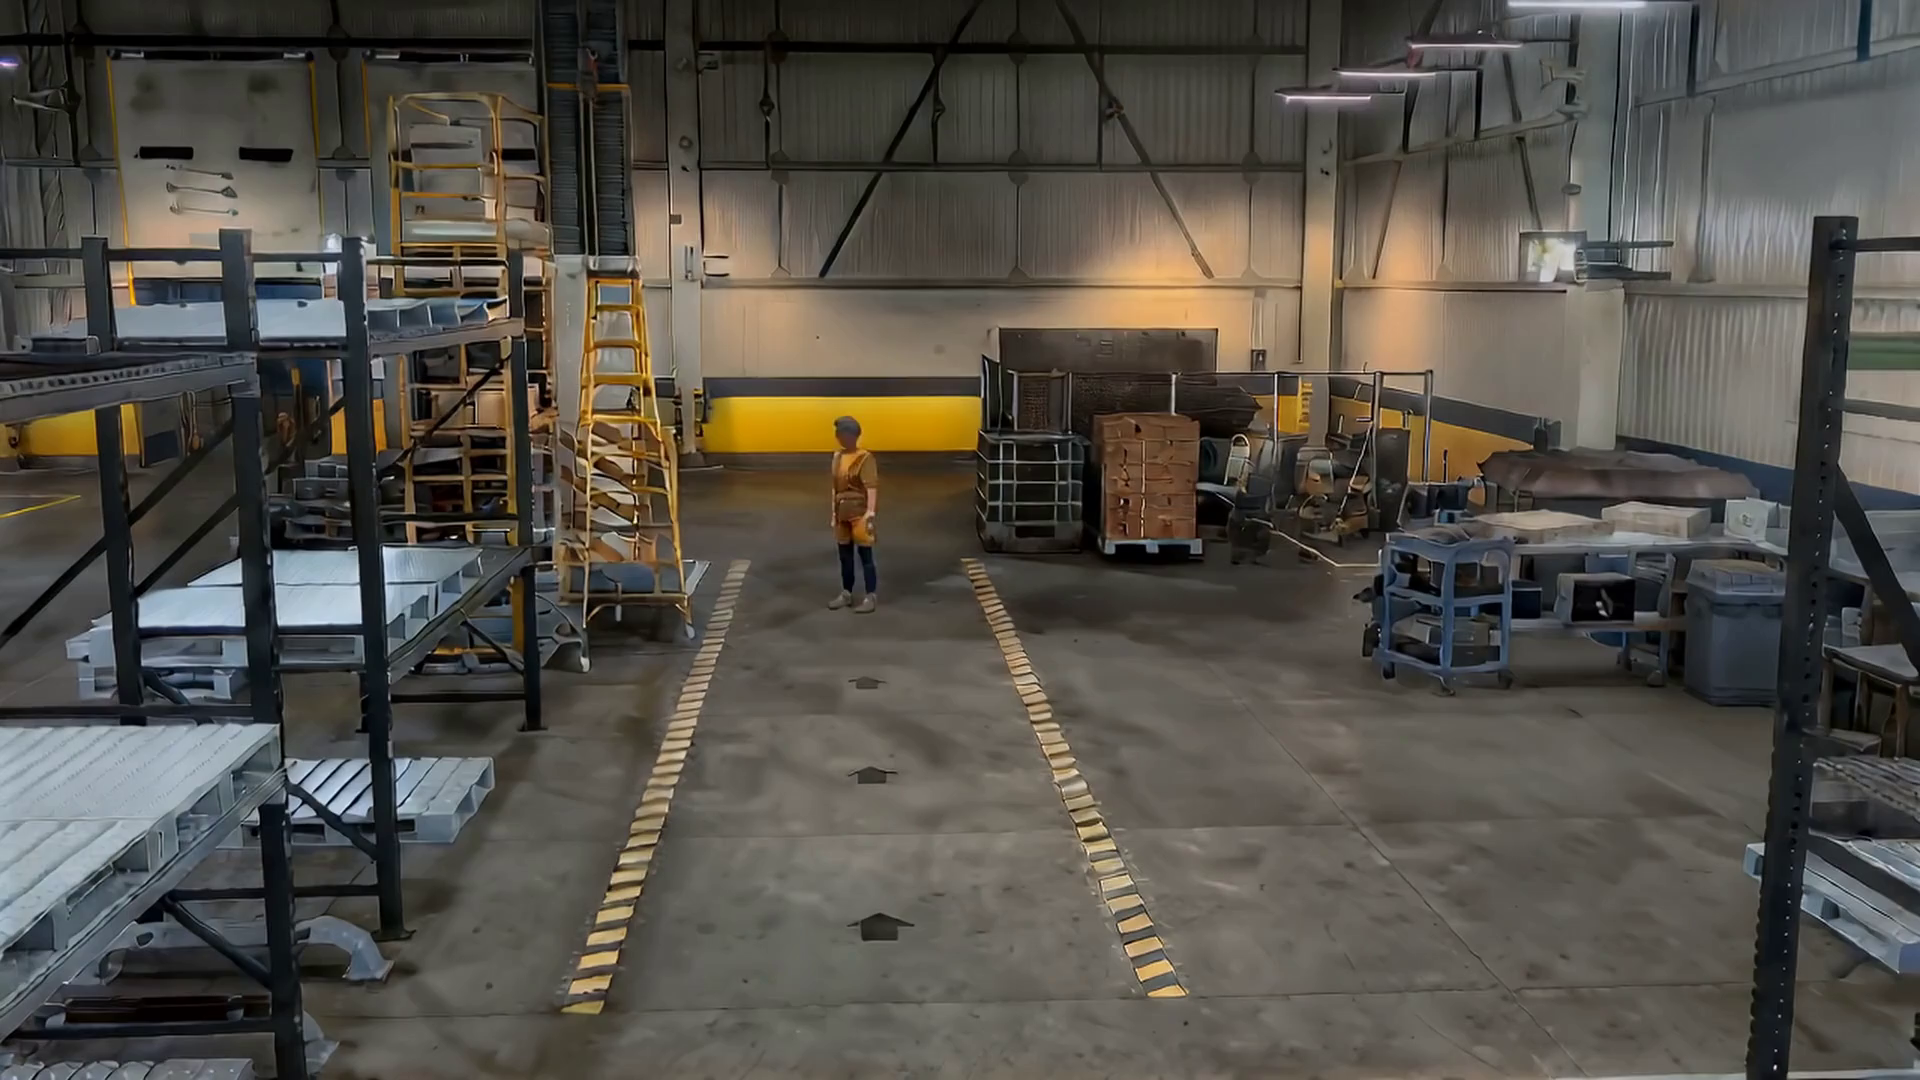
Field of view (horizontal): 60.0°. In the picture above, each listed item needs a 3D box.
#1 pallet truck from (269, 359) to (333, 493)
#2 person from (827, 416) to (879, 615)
[{"bbox_3d":[-7.062,-1.131,18.996,1.885,1.965,0.823,2,9,13],"label":"pallet truck"},{"bbox_3d":[-0.898,-0.208,14.177,0.322,1.684,0.590,-8,12,-43],"label":"person"}]
